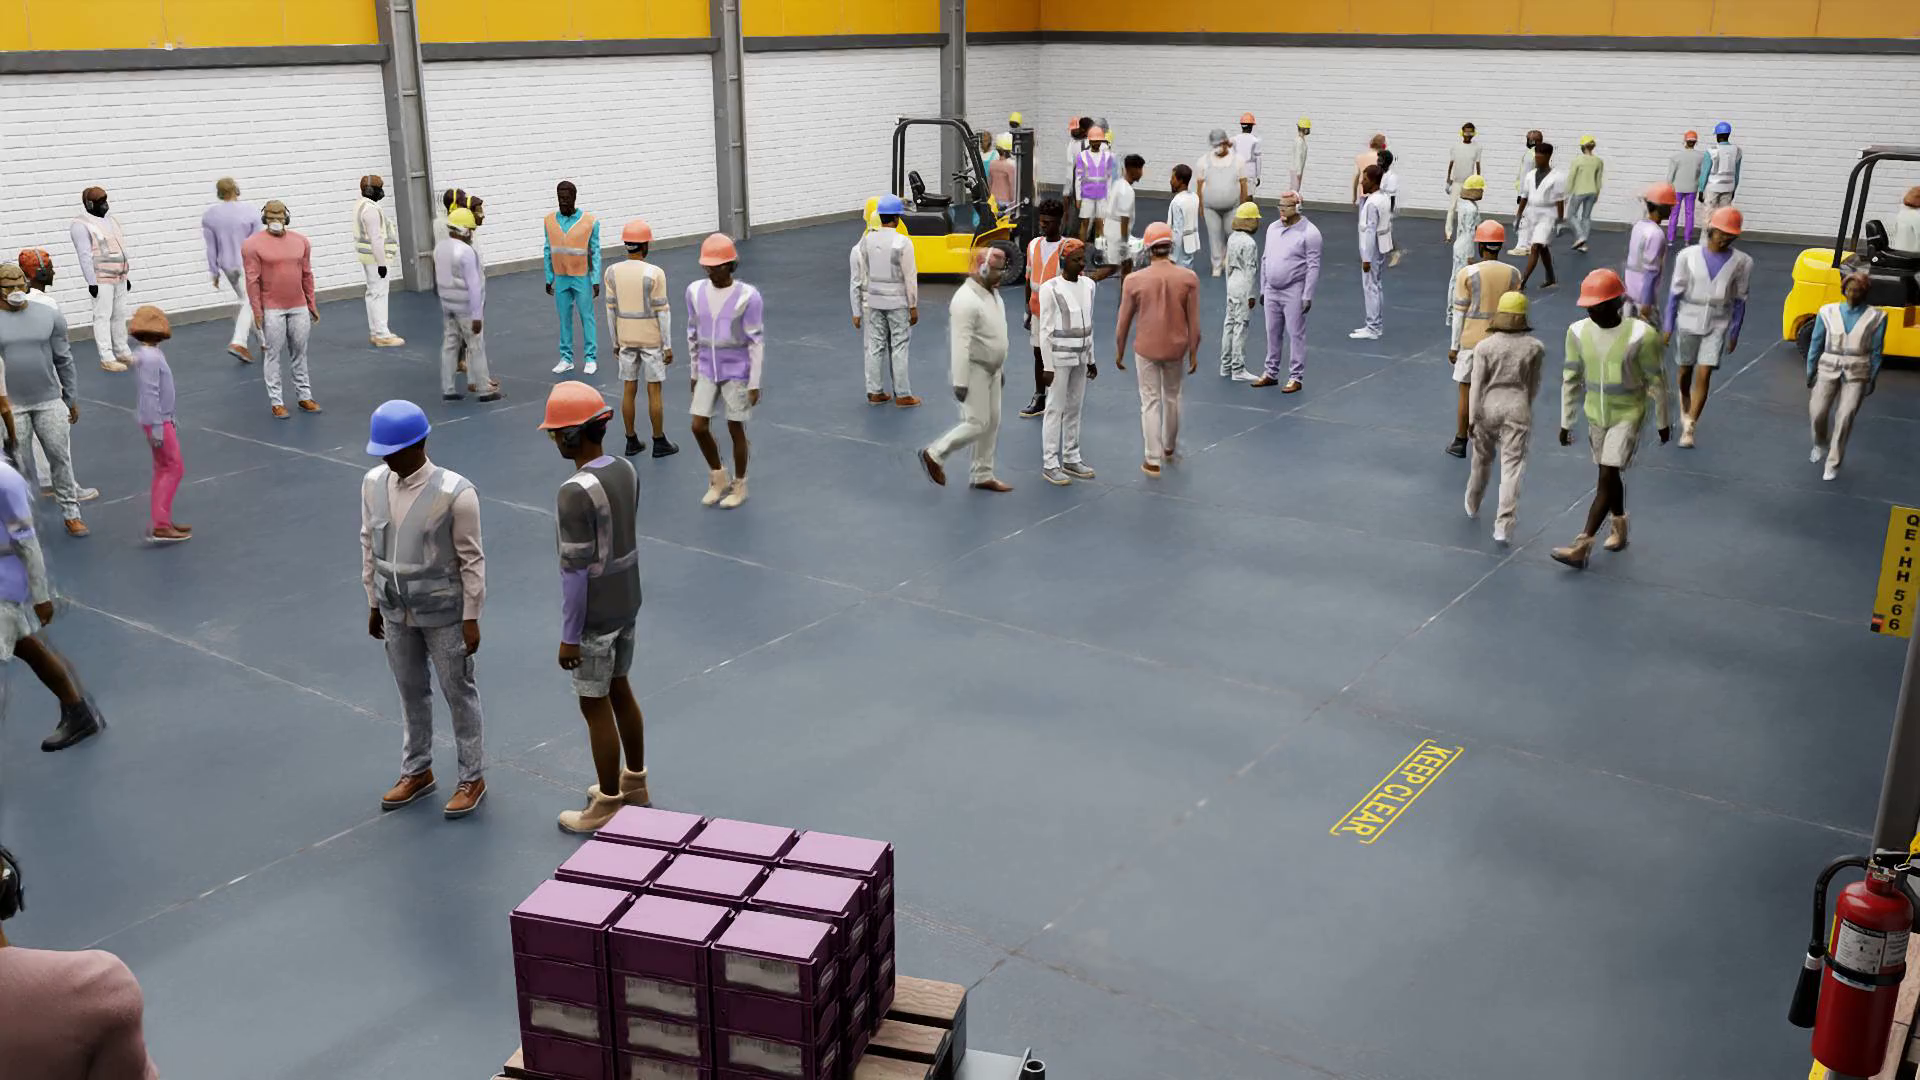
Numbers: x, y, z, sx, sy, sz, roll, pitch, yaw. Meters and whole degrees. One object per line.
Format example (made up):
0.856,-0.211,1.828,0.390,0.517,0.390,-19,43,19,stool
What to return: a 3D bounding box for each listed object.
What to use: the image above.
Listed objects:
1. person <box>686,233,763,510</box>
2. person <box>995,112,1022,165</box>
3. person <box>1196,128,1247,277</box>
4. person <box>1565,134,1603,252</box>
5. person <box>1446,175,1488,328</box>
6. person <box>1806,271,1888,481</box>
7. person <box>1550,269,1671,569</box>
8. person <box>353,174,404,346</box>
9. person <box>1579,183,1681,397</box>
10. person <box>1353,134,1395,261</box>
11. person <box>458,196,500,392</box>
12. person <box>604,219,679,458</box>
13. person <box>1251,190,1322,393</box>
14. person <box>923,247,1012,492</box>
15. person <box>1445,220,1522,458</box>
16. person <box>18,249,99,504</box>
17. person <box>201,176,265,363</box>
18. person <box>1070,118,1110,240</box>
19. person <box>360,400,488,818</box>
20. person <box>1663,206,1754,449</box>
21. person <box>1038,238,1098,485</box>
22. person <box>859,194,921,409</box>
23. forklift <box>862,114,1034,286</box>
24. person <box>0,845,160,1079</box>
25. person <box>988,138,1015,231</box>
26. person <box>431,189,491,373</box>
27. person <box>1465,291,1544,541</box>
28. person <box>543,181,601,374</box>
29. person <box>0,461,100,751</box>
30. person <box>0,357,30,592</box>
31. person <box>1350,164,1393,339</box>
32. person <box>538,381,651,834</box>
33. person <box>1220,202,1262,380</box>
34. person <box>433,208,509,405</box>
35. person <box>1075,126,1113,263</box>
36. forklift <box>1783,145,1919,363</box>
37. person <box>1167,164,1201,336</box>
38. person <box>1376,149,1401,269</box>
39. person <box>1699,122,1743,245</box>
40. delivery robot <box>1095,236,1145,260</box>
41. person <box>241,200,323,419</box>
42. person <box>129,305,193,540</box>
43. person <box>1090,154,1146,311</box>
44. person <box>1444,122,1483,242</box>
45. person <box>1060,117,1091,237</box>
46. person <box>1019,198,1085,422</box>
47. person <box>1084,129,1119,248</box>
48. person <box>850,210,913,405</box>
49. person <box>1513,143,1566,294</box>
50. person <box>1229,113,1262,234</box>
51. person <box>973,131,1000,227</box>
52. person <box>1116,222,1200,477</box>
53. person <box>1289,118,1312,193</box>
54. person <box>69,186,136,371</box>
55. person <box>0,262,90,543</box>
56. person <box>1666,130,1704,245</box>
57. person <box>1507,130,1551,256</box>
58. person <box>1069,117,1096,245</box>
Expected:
-1.719,-1.190,11.997,0.627,2.024,0.505,6,19,19,person
0.894,-6.202,27.918,0.605,1.891,0.800,-4,18,-13,person
3.573,-4.650,22.800,0.702,2.000,0.684,2,18,6,person
9.366,-5.206,25.019,0.577,1.744,0.442,-3,18,-10,person
5.809,-3.295,19.043,0.309,1.744,0.485,2,18,5,person
6.879,-1.287,12.960,0.517,1.624,0.440,11,21,31,person
4.254,-0.803,10.908,1.079,1.952,0.652,-14,22,-36,person
-6.331,-3.039,18.086,0.429,1.839,0.634,-10,20,-27,person
6.306,-2.331,15.592,0.827,2.021,0.616,1,18,4,person
6.031,-5.010,24.323,0.592,1.793,0.978,6,19,19,person
-4.629,-2.339,15.869,0.329,1.864,0.505,-4,18,-13,person
-2.582,-1.630,13.527,0.551,1.935,0.363,5,19,16,person
3.107,-2.370,15.886,0.407,1.908,0.642,-15,23,-39,person
0.077,-1.267,12.488,0.589,1.878,0.687,7,19,22,person
4.240,-1.626,13.536,0.539,1.929,0.392,-3,18,-11,person
-6.746,-1.206,12.301,0.579,1.878,0.352,13,22,35,person
-7.514,-2.812,17.305,0.676,1.892,0.984,1,18,4,person
2.046,-5.326,24.917,0.920,2.000,0.763,-12,21,-33,person
-2.407,0.308,7.459,0.604,1.937,0.403,6,19,17,person
6.292,-1.833,14.052,0.629,2.008,0.966,8,19,22,person
0.841,-1.379,12.826,0.356,1.883,0.574,17,24,42,person
-0.636,-2.167,15.182,0.601,1.949,0.384,11,21,31,person
-0.171,-4.594,22.377,2.313,2.155,1.214,1,18,3,forklift
-2.072,1.522,3.685,0.634,1.932,0.363,-5,18,-16,person
0.624,-4.911,24.083,0.531,1.760,0.340,16,24,40,person
-5.008,-2.621,16.797,0.571,1.828,0.707,14,23,38,person
3.774,-0.879,11.575,0.473,1.685,0.938,4,18,11,person
-3.877,-2.632,16.686,0.588,1.920,0.390,3,18,9,person
-4.624,0.218,7.835,0.563,1.879,1.012,8,20,25,person
-6.086,-0.546,10.261,0.515,1.861,0.323,-11,21,-31,person
4.592,-3.190,18.450,0.384,1.912,0.593,8,19,22,person
-1.614,0.302,7.340,0.410,2.029,0.612,4,18,11,person
2.796,-2.452,16.410,0.302,1.742,0.493,-5,18,-16,person
-4.589,-2.135,15.373,0.631,1.812,0.656,14,23,37,person
1.937,-4.970,23.970,0.553,1.935,0.362,-4,18,-11,person
9.803,-2.879,17.013,2.313,2.155,1.214,12,21,33,forklift
2.450,-3.185,18.412,0.392,1.922,0.592,8,19,23,person
5.901,-4.583,23.173,0.400,1.689,0.542,-4,18,-13,person
11.311,-5.244,24.830,0.604,1.939,0.416,-2,18,-6,person
2.282,-4.161,23.520,0.707,0.478,0.477,8,20,24,delivery robot
-6.054,-2.070,14.905,0.373,1.936,0.627,16,24,41,person
-5.517,-0.805,11.475,0.316,1.606,0.571,-9,20,-26,person
1.800,-3.678,19.997,0.875,1.912,0.620,0,18,-1,person
7.879,-5.596,26.061,0.519,1.860,0.323,4,18,13,person
1.942,-5.852,26.796,0.962,1.903,0.555,-15,23,-40,person
0.808,-2.029,14.723,0.607,1.966,0.367,13,22,36,person
2.135,-5.313,25.272,0.604,1.803,0.513,16,24,41,person
-0.715,-2.155,15.361,0.602,1.820,0.403,-7,19,-20,person
7.462,-4.153,21.464,1.018,1.905,0.619,-8,20,-25,person
4.617,-5.944,27.025,0.551,1.929,0.376,5,18,15,person
0.407,-5.211,24.935,0.526,1.832,0.714,11,21,32,person
1.531,-1.530,13.162,0.634,1.964,0.823,-2,18,-6,person
5.845,-6.361,28.628,0.371,1.756,0.535,6,19,17,person
-8.640,-2.649,16.865,0.429,1.844,0.627,2,18,7,person
-6.352,-0.932,11.354,0.628,1.932,0.359,-13,22,-35,person
11.227,-5.450,25.769,0.572,1.748,0.335,4,18,11,person
8.490,-5.163,24.757,0.429,1.830,0.636,16,24,41,person
1.925,-5.508,25.604,0.603,1.966,0.368,-16,24,-41,person
